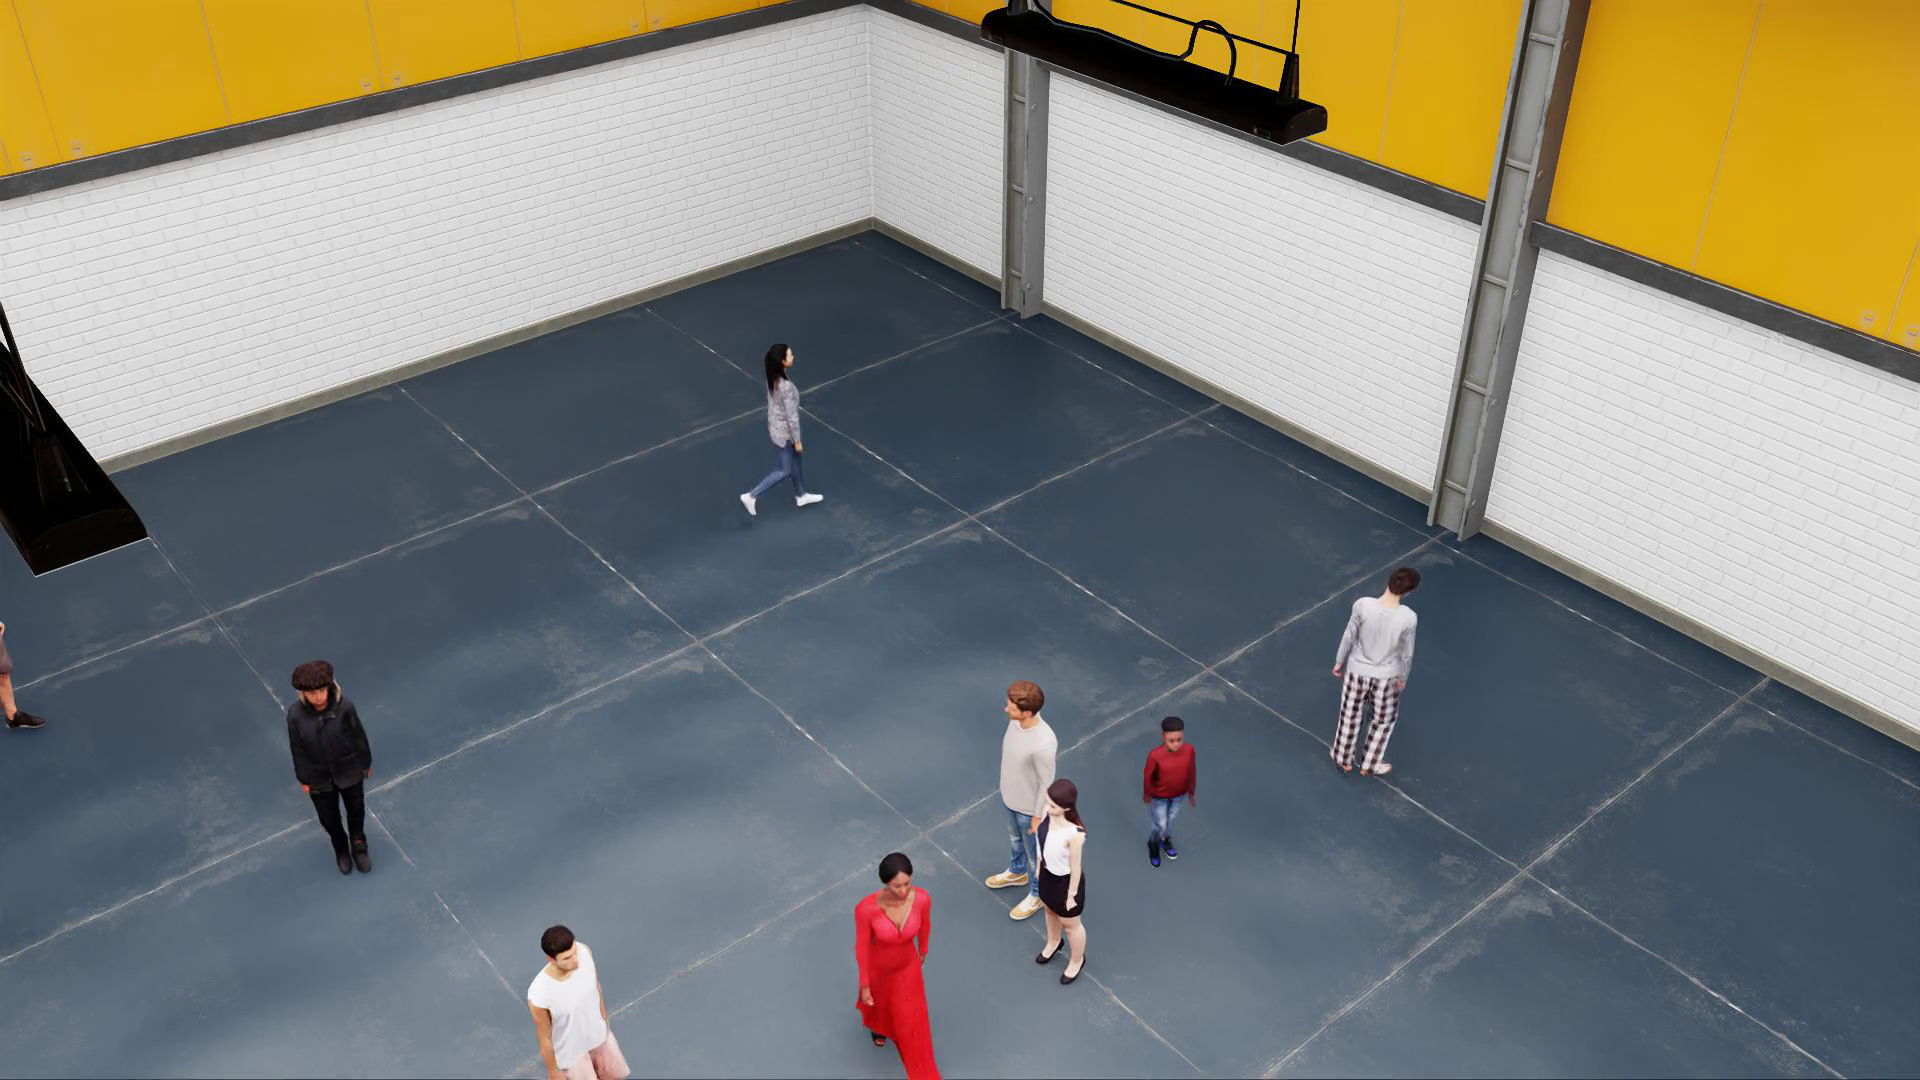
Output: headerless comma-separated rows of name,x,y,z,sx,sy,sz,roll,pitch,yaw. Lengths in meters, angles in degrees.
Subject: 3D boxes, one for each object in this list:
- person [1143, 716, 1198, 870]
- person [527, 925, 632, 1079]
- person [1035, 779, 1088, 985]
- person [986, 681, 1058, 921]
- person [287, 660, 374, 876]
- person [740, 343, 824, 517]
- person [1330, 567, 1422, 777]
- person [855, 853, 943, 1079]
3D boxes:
person,1.421,1.686,11.540,0.564,1.244,0.580,-10,35,-15
person,-2.225,2.782,9.413,0.856,1.773,0.782,18,38,25
person,0.642,2.142,10.491,0.613,1.646,0.481,-22,39,-29
person,0.442,1.675,10.964,0.777,1.900,0.606,-15,36,-21
person,-4.293,1.508,11.338,0.693,1.764,0.633,-16,37,-23
person,-1.664,-0.963,15.105,0.883,1.711,1.066,-15,36,-21
person,3.001,0.968,12.093,0.684,1.827,0.820,4,34,6
person,-0.434,2.483,9.897,0.957,1.736,1.243,-8,35,-12
